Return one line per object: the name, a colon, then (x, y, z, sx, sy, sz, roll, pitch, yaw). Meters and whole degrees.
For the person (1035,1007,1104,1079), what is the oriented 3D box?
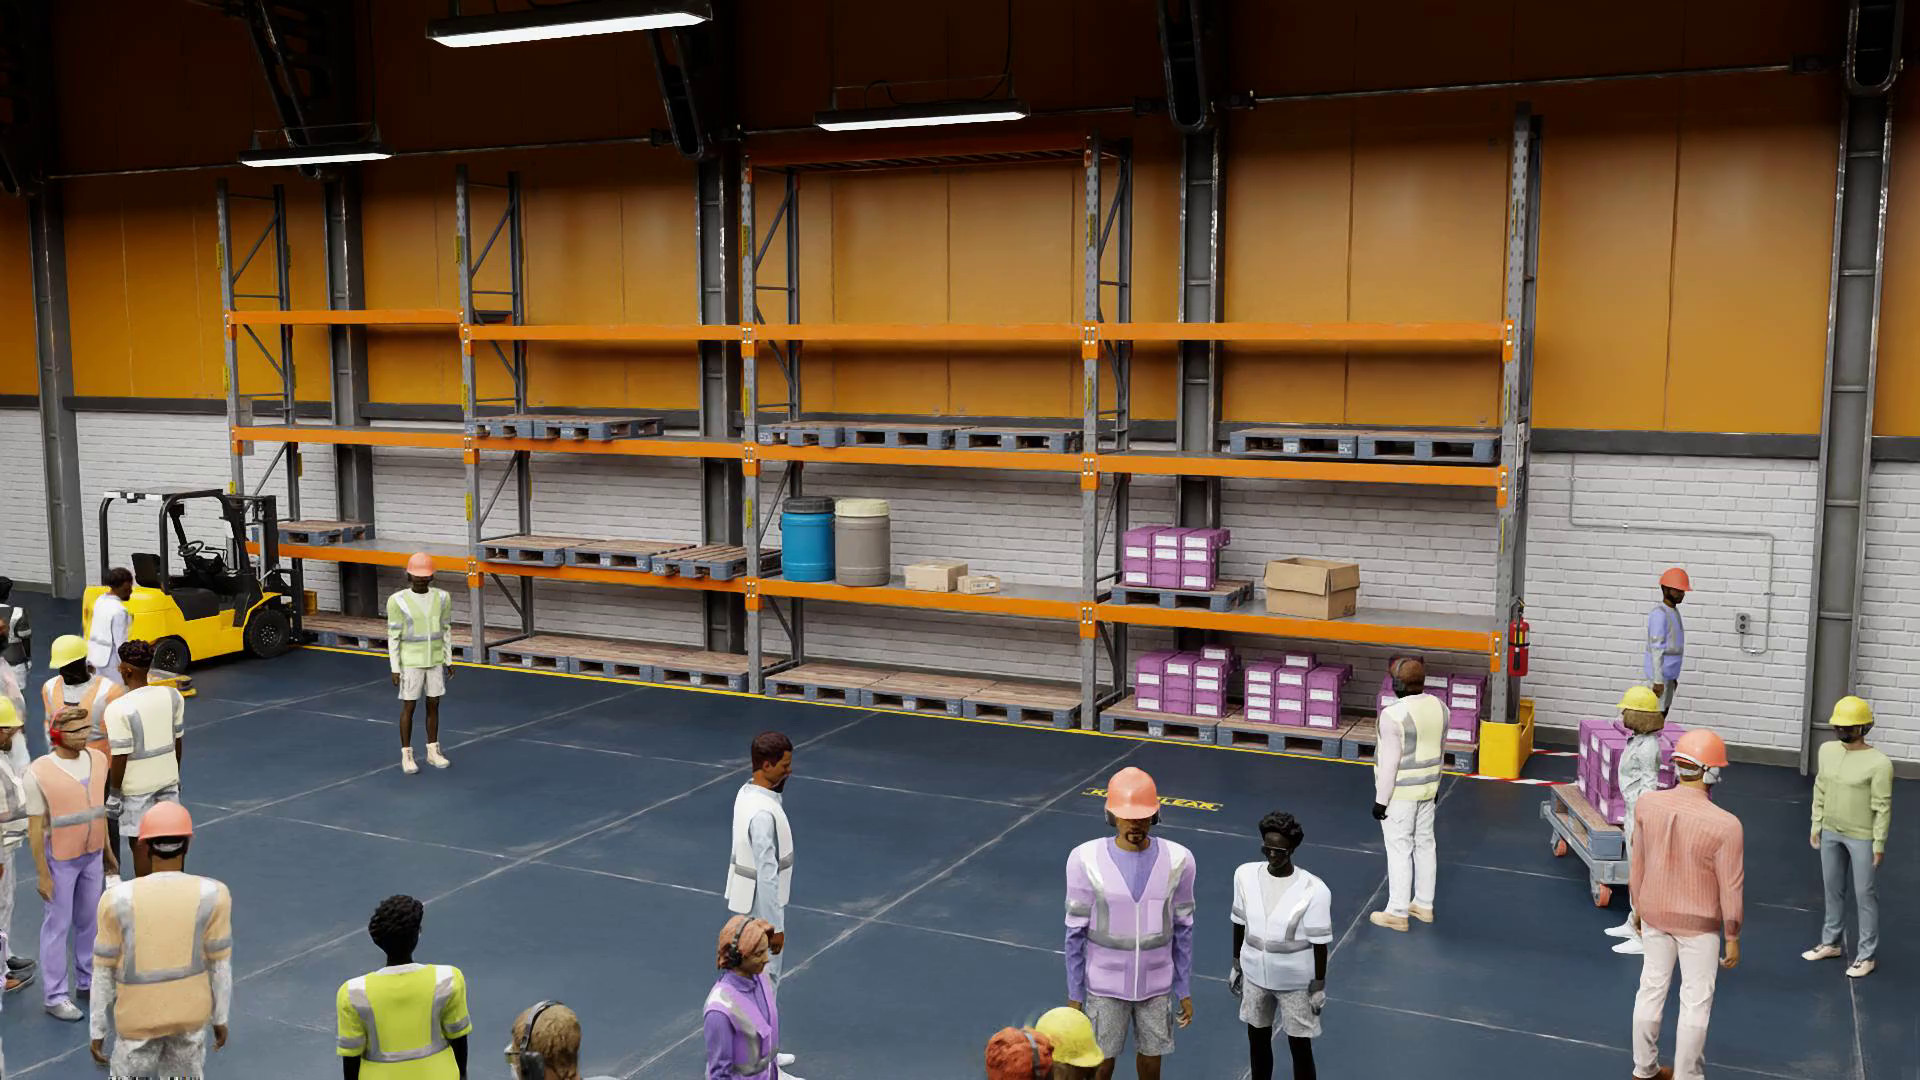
person: (0.387, 2.448, 5.760, 0.894, 1.692, 0.505, 4, 8, 31)

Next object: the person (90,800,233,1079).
person: (-3.555, 2.142, 7.438, 0.601, 1.896, 0.637, -4, 8, -28)

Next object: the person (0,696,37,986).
person: (-5.916, 1.851, 10.203, 0.403, 1.817, 0.601, -4, 8, -28)

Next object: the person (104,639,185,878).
person: (-5.536, 1.642, 11.295, 0.367, 1.966, 0.604, 3, 7, 20)

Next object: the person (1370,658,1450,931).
person: (3.020, 1.708, 11.269, 0.633, 1.839, 0.429, -5, 8, -36)

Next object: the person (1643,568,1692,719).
person: (6.389, 1.205, 15.035, 0.376, 1.934, 0.547, 5, 9, 36)

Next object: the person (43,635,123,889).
person: (-6.257, 1.601, 11.906, 0.618, 1.904, 0.436, 1, 7, 4)

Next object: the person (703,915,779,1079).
person: (-0.906, 2.342, 6.897, 0.313, 1.631, 0.523, 2, 7, 14)

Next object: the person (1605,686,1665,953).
person: (4.397, 1.810, 10.819, 0.301, 1.745, 0.483, 2, 7, 16)

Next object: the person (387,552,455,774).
person: (-4.937, 1.119, 15.309, 0.611, 2.040, 0.392, -6, 9, -43)

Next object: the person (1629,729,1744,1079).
person: (3.767, 1.960, 8.621, 0.413, 1.982, 0.623, -4, 8, -33)

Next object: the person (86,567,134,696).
person: (-7.975, 1.175, 15.554, 0.763, 1.871, 0.403, 6, 9, 42)

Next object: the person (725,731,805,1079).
person: (-1.051, 1.962, 8.872, 0.392, 1.912, 0.588, -2, 7, -15)

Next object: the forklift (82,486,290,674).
forklift: (-9.426, 0.454, 20.179, 1.214, 2.155, 2.313, 3, 8, 26)

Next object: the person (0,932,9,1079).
person: (-4.650, 2.229, 7.833, 0.325, 1.629, 0.523, -7, 9, -43)

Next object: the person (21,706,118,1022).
person: (-5.256, 1.881, 9.827, 0.377, 1.841, 0.566, 2, 7, 16)

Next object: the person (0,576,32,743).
person: (-9.319, 1.191, 16.184, 0.538, 1.686, 0.320, -3, 7, -21)

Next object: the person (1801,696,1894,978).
person: (5.581, 1.845, 10.456, 0.328, 1.765, 0.527, -3, 8, -23)

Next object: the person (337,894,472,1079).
person: (-2.291, 2.308, 6.903, 0.530, 1.695, 0.321, -3, 7, -20)

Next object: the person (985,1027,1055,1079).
person: (0.171, 2.425, 5.152, 0.356, 1.887, 0.574, -4, 8, -31)

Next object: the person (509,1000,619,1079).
person: (-1.249, 2.394, 5.242, 0.377, 1.931, 0.636, 3, 8, 24)

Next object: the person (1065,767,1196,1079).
person: (0.788, 2.044, 7.658, 0.607, 2.044, 0.379, -1, 7, -6)

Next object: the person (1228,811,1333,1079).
person: (1.570, 2.156, 8.203, 0.539, 1.693, 0.321, 5, 9, 37)

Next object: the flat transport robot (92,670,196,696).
flat transport robot: (-9.214, 1.601, 18.579, 1.431, 0.197, 0.652, 5, 9, 38)
